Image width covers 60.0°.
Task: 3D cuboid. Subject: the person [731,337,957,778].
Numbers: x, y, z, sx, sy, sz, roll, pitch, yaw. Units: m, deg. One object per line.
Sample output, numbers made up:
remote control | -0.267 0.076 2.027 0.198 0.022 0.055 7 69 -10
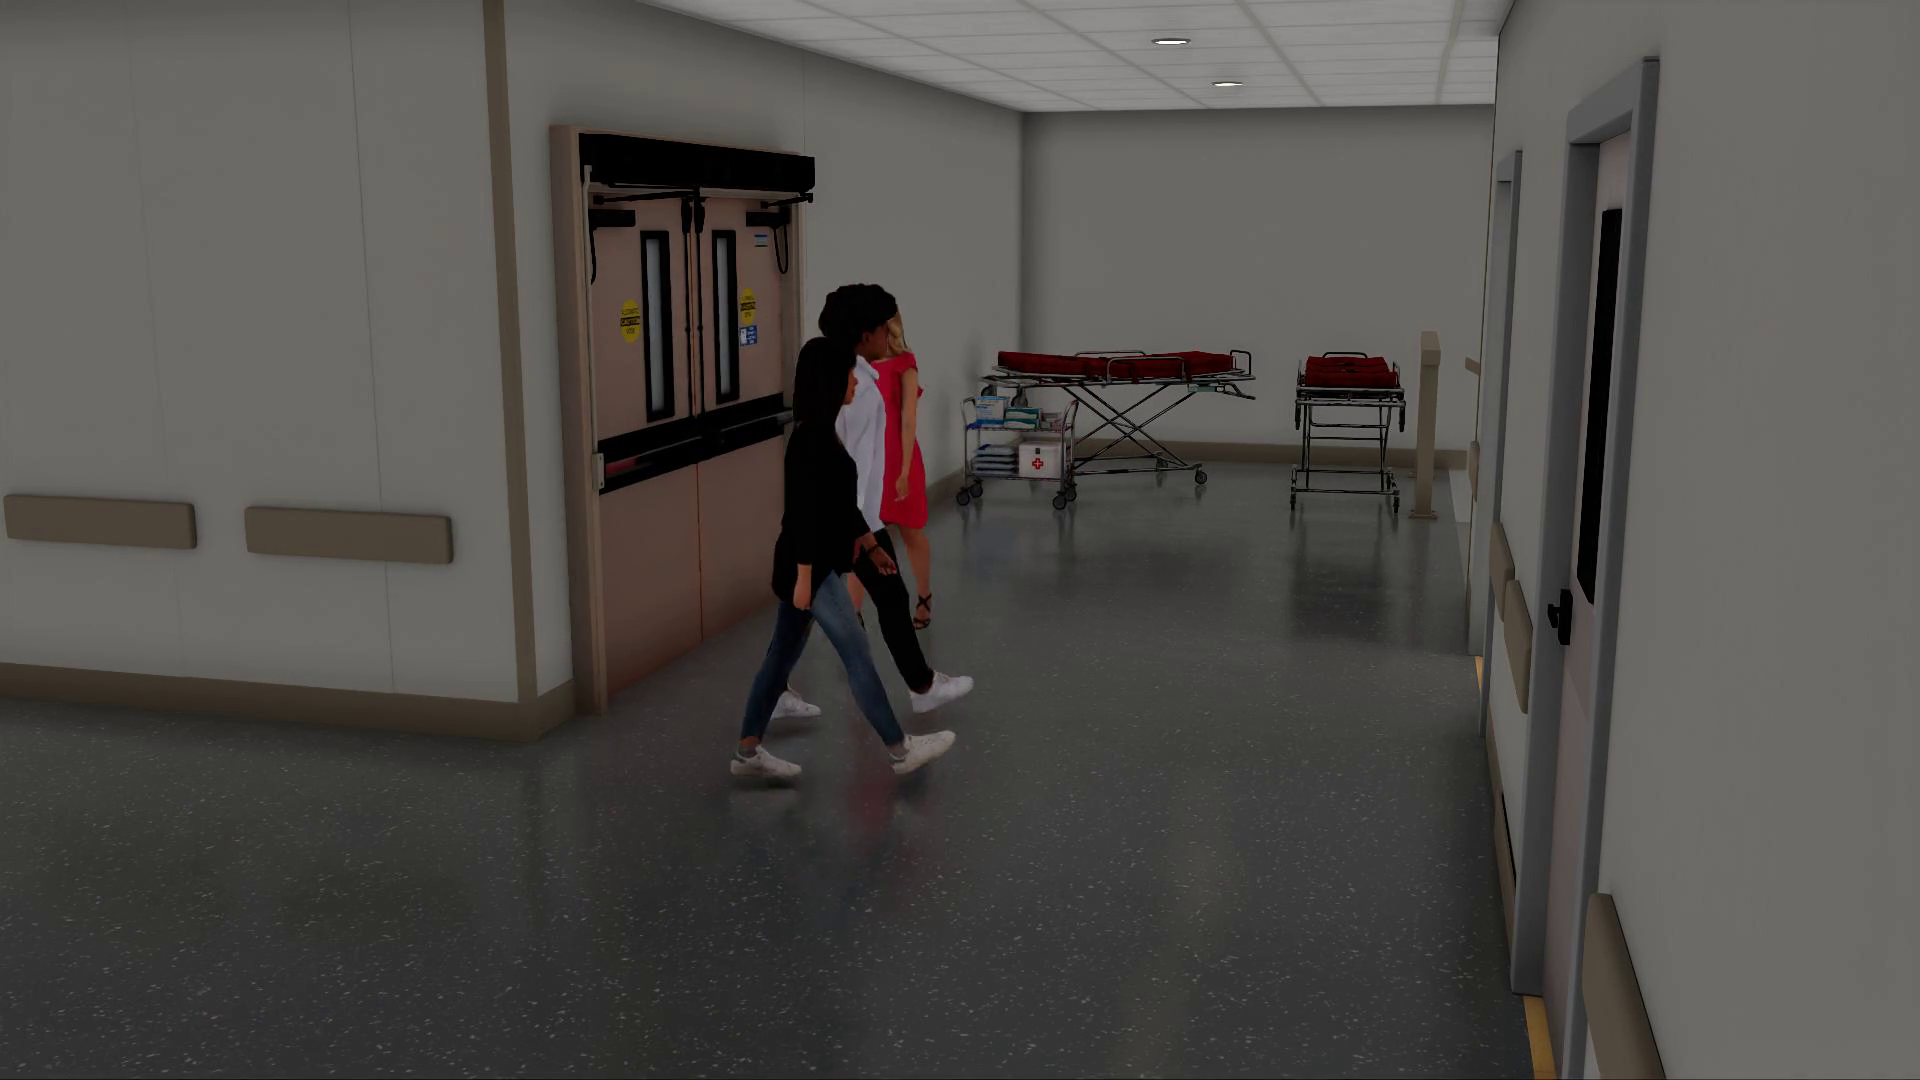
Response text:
person | -0.610 0.109 6.002 0.933 1.601 1.052 -2 11 -10

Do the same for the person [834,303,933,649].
person | -0.292 -0.326 8.081 0.742 1.681 1.076 6 12 28

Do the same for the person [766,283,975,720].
person | -0.532 -0.093 6.647 1.169 1.759 1.161 -5 12 -25
